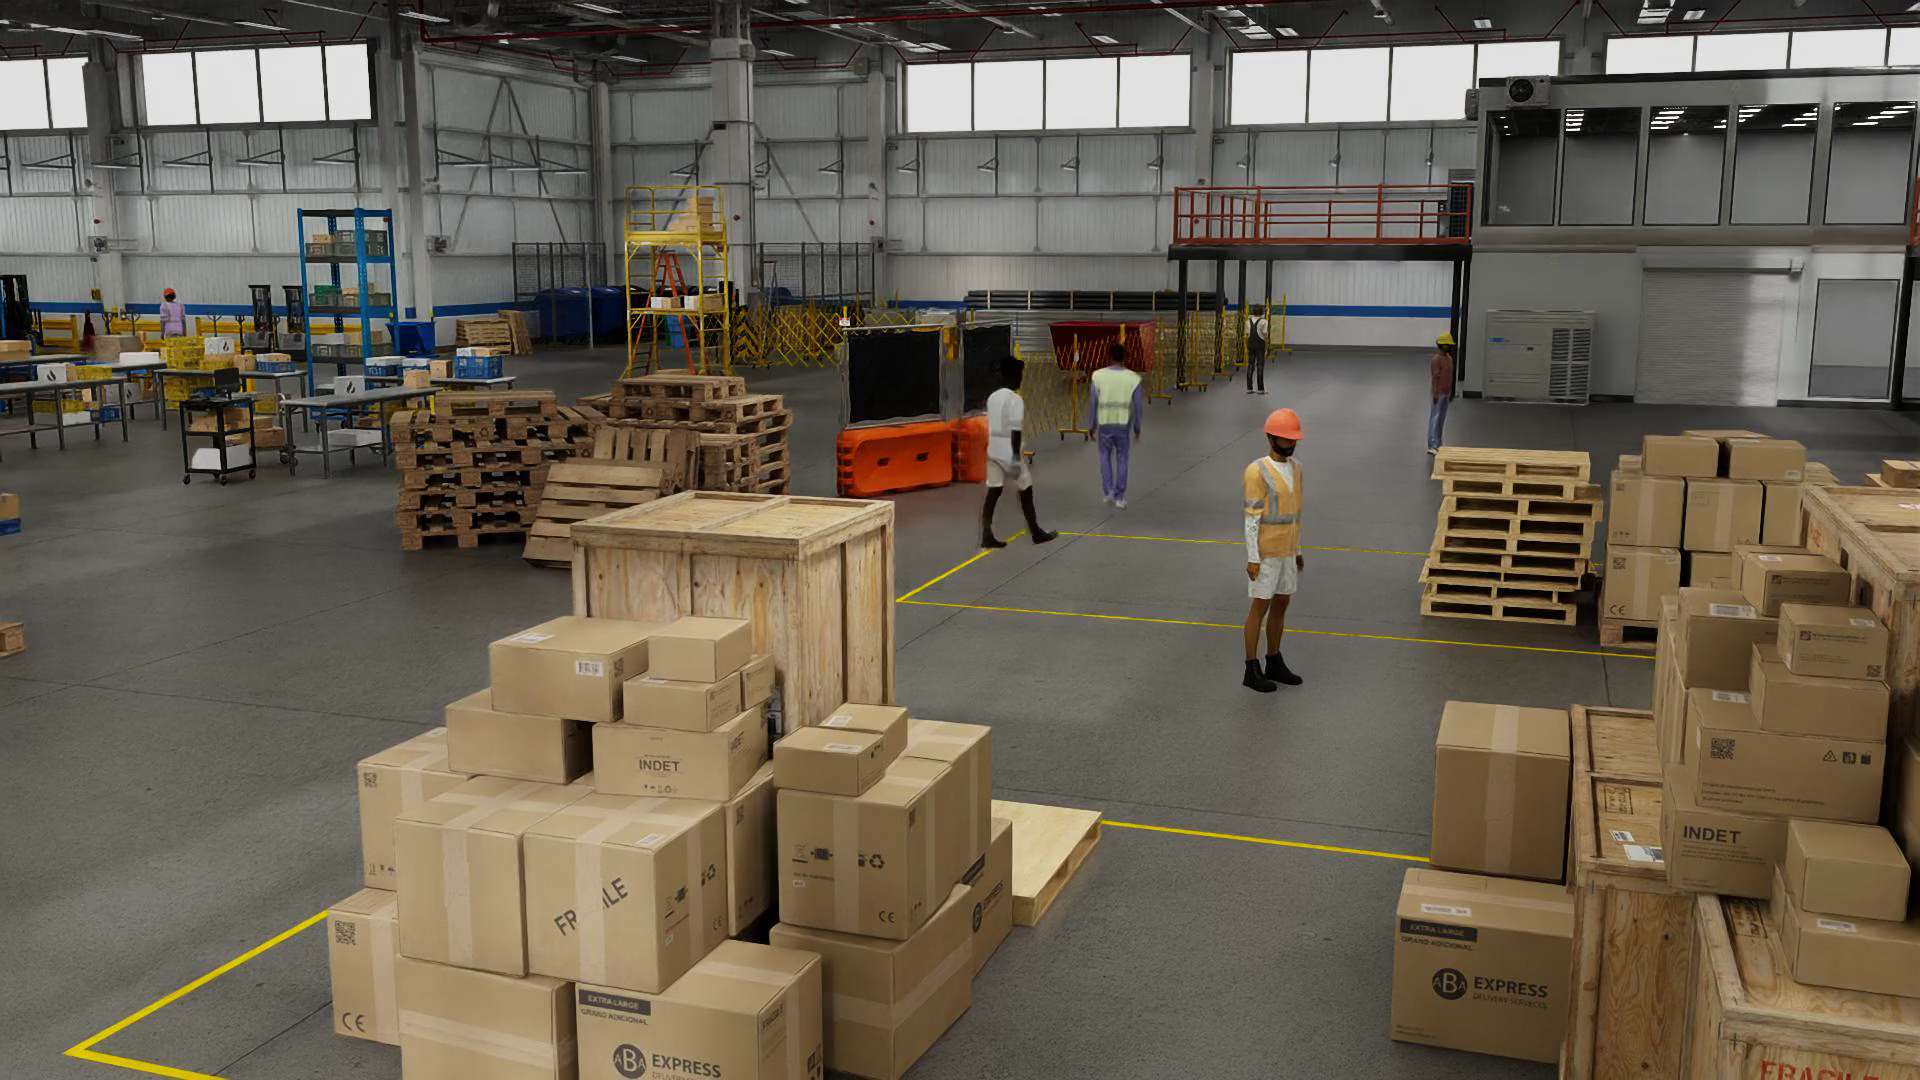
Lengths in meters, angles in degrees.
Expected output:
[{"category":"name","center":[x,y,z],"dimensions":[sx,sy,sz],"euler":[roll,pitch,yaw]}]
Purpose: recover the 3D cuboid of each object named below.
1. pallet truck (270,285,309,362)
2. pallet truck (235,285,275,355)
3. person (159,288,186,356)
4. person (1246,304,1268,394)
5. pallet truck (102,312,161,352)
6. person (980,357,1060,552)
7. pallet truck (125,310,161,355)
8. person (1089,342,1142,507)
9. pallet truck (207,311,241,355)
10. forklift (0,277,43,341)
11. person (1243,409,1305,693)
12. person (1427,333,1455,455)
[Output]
[{"category":"pallet truck","center":[-17.147,-5.700,43.663],"dimensions":[0.823,1.965,1.885],"euler":[3,11,17]},{"category":"pallet truck","center":[-18.327,-5.835,44.421],"dimensions":[0.823,1.965,1.885],"euler":[4,11,23]},{"category":"person","center":[-18.507,-4.906,39.096],"dimensions":[0.406,2.034,0.608],"euler":[7,12,34]},{"category":"person","center":[6.055,-3.888,33.883],"dimensions":[0.507,1.847,0.345],"euler":[8,13,38]},{"category":"pallet truck","center":[-23.057,-5.777,46.261],"dimensions":[0.680,1.201,1.601],"euler":[3,11,19]},{"category":"person","center":[0.573,-0.853,16.542],"dimensions":[0.929,1.923,0.643],"euler":[-6,12,-31]},{"category":"pallet truck","center":[-22.038,-5.665,45.457],"dimensions":[0.704,1.261,1.522],"euler":[3,11,17]},{"category":"person","center":[1.810,-1.338,19.335],"dimensions":[0.611,1.902,0.526],"euler":[1,10,6]},{"category":"pallet truck","center":[-19.537,-5.575,44.913],"dimensions":[0.653,1.274,1.630],"euler":[3,11,19]},{"category":"forklift","center":[-27.151,-6.329,46.328],"dimensions":[1.157,1.987,2.680],"euler":[3,11,17]},{"category":"person","center":[2.172,0.067,11.358],"dimensions":[0.553,1.934,0.364],"euler":[-9,13,-40]},{"category":"person","center":[7.010,-2.124,24.179],"dimensions":[0.308,1.769,0.525],"euler":[9,13,41]}]
